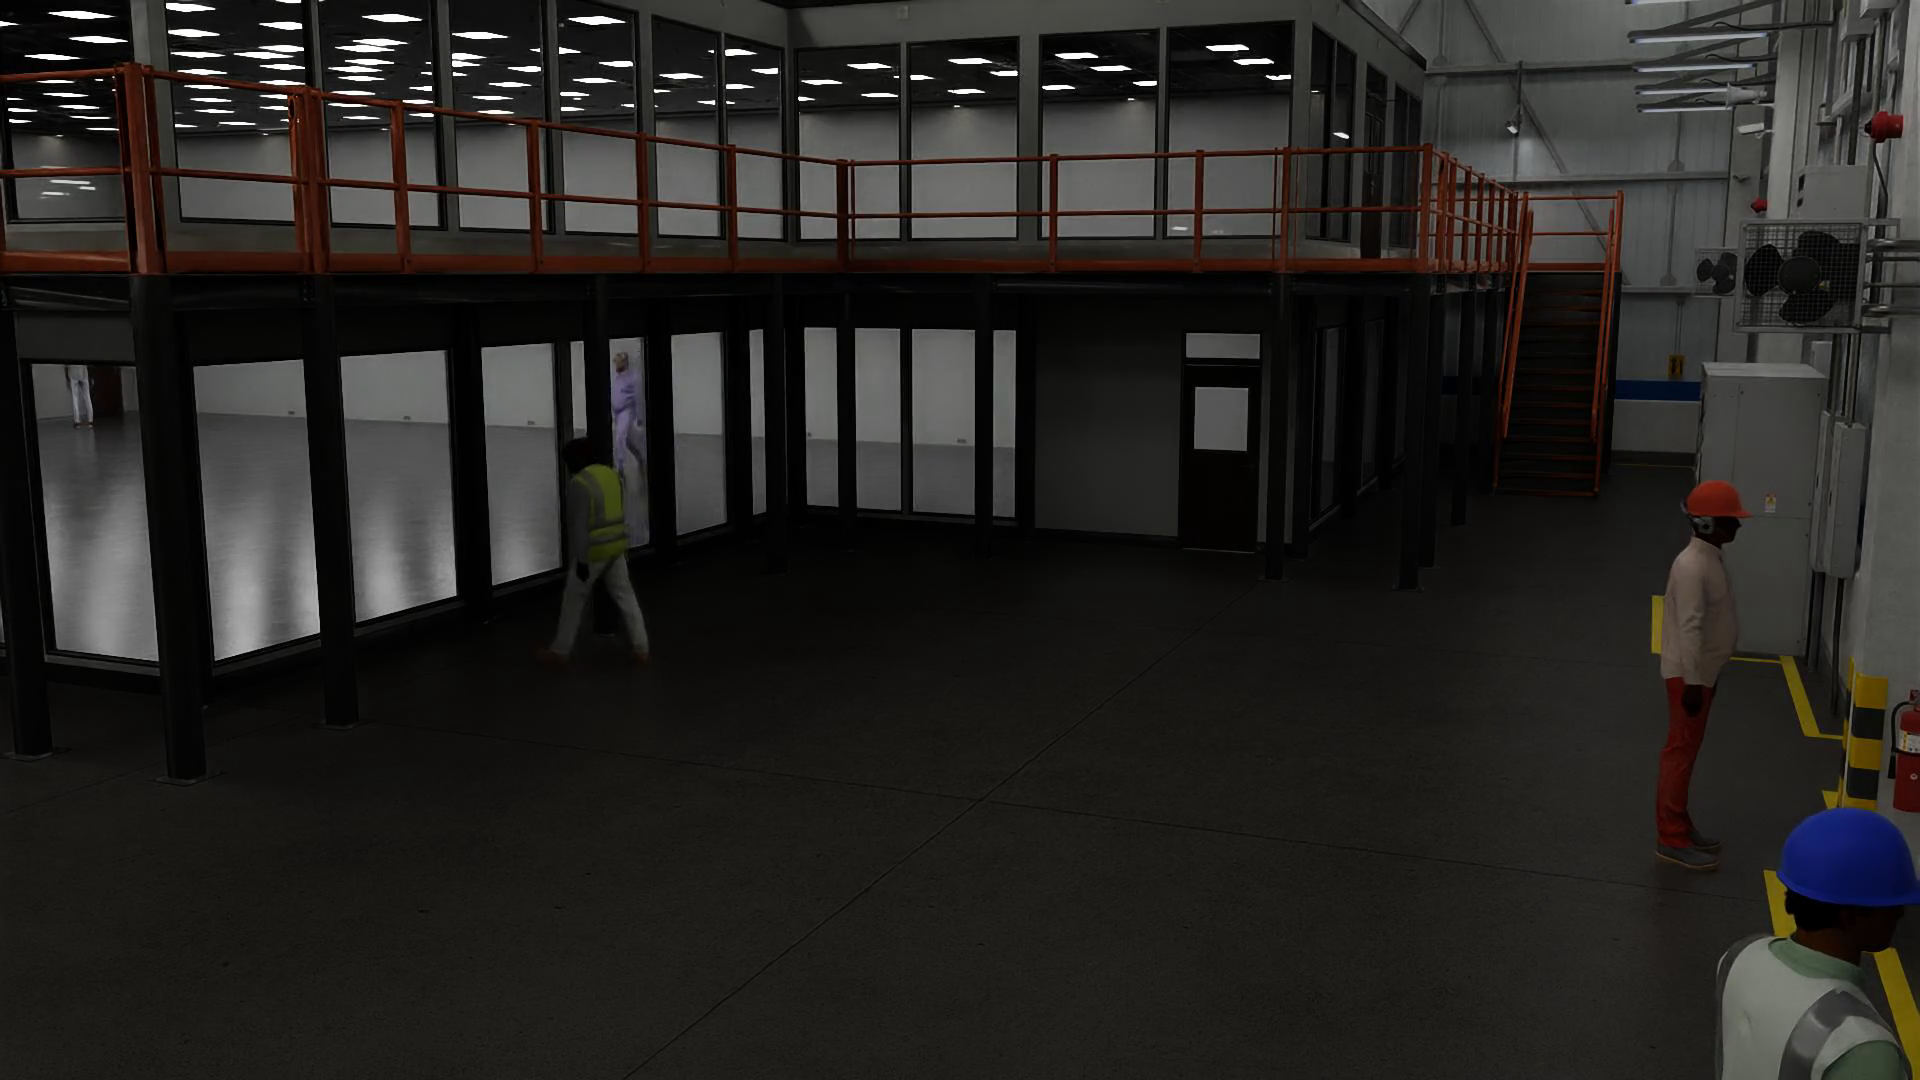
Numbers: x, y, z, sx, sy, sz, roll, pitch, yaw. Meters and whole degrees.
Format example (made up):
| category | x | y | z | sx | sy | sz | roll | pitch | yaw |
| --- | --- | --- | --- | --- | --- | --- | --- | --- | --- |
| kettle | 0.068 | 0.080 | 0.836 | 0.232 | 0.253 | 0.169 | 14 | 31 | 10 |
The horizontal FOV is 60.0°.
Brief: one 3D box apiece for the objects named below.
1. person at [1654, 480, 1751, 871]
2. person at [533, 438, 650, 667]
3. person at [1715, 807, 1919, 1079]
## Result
| category | x | y | z | sx | sy | sz | roll | pitch | yaw |
| --- | --- | --- | --- | --- | --- | --- | --- | --- | --- |
| person | 3.814 | 0.681 | 8.590 | 0.379 | 1.996 | 0.609 | 5 | 11 | 29 |
| person | -2.858 | 0.106 | 12.807 | 0.953 | 1.770 | 0.700 | 3 | 10 | 19 |
| person | 1.818 | 1.517 | 3.578 | 0.384 | 1.949 | 0.604 | 0 | 9 | -1 |
